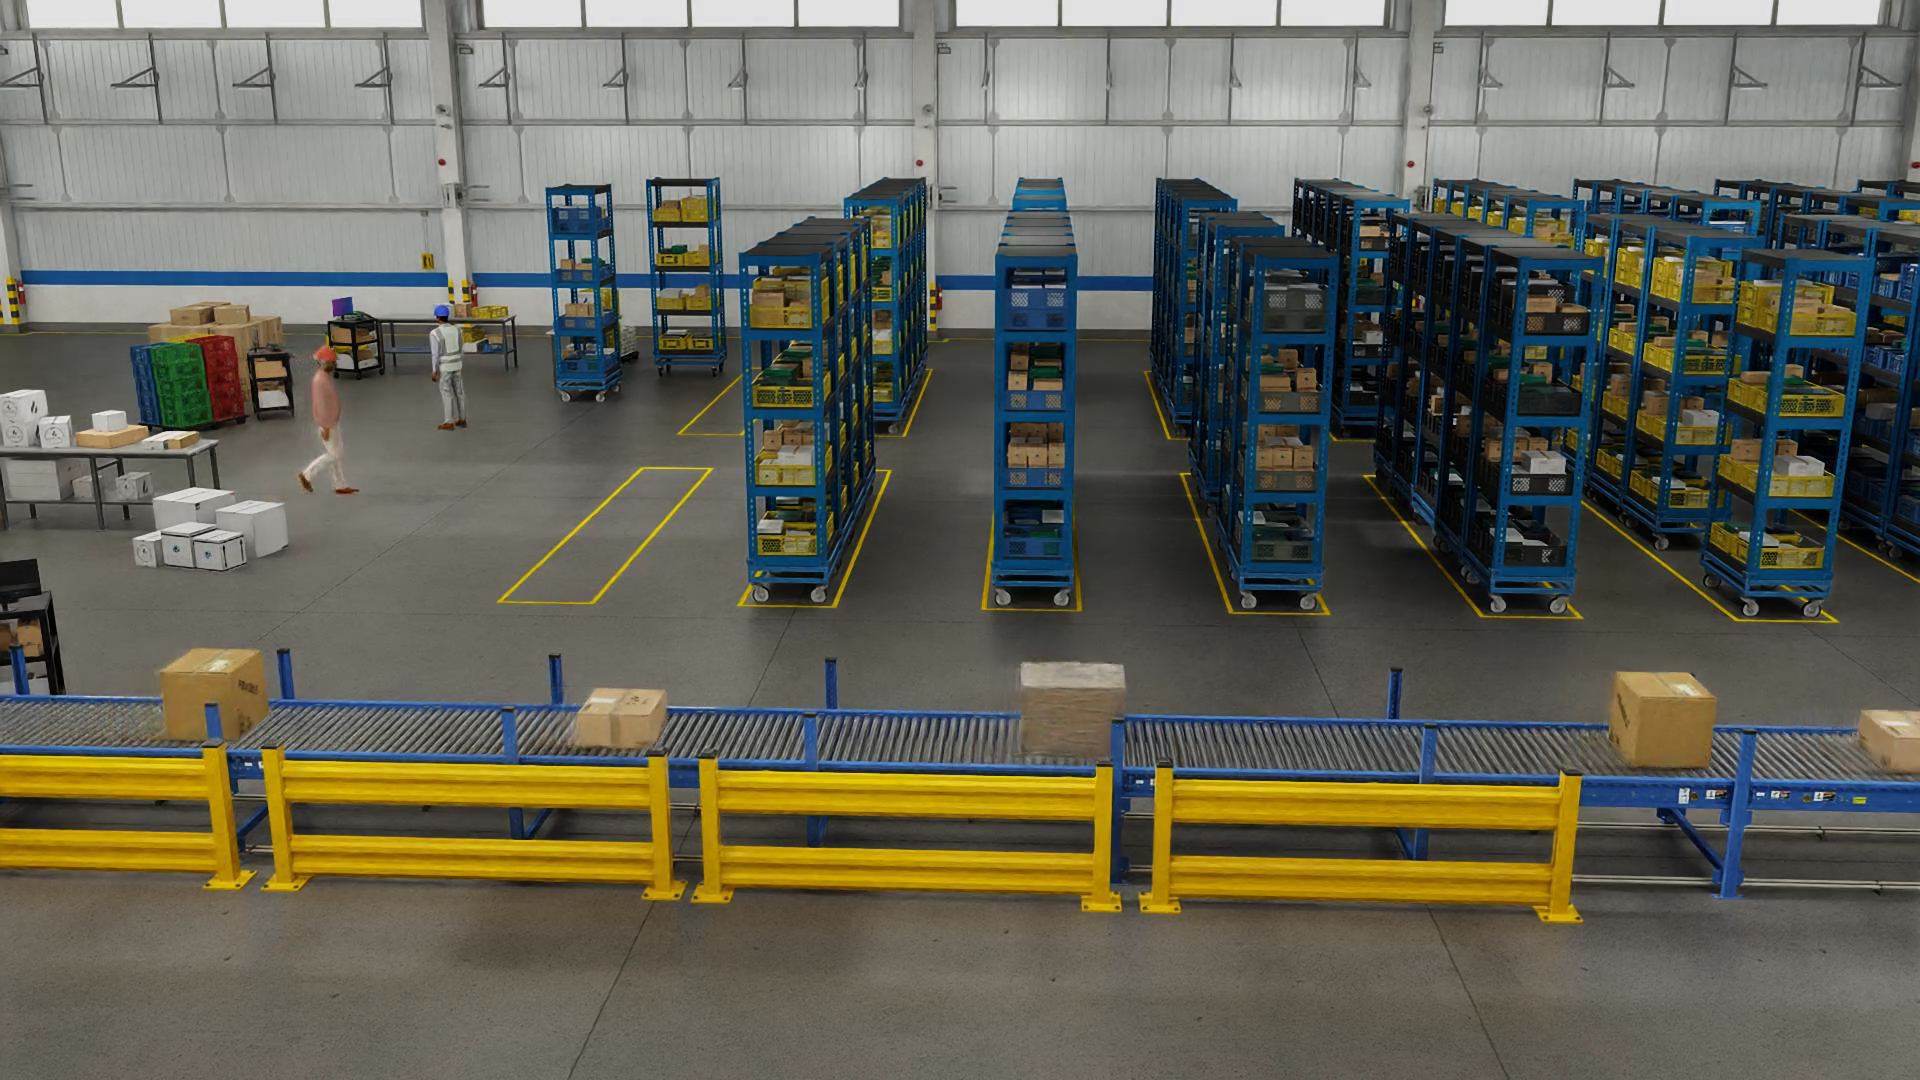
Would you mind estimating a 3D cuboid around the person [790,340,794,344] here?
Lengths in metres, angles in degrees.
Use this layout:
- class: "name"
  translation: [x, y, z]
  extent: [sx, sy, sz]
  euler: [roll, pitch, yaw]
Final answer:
- class: "person"
  translation: [-2.409, -2.769, 26.372]
  extent: [0.613, 1.816, 0.494]
  euler: [-5, 16, -16]

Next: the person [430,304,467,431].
- class: "person"
  translation: [-7.934, -2.669, 25.752]
  extent: [0.397, 1.949, 0.603]
  euler: [10, 18, 32]

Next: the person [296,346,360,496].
- class: "person"
  translation: [-8.184, -1.508, 21.384]
  extent: [0.646, 1.977, 0.636]
  euler: [-2, 15, -6]
